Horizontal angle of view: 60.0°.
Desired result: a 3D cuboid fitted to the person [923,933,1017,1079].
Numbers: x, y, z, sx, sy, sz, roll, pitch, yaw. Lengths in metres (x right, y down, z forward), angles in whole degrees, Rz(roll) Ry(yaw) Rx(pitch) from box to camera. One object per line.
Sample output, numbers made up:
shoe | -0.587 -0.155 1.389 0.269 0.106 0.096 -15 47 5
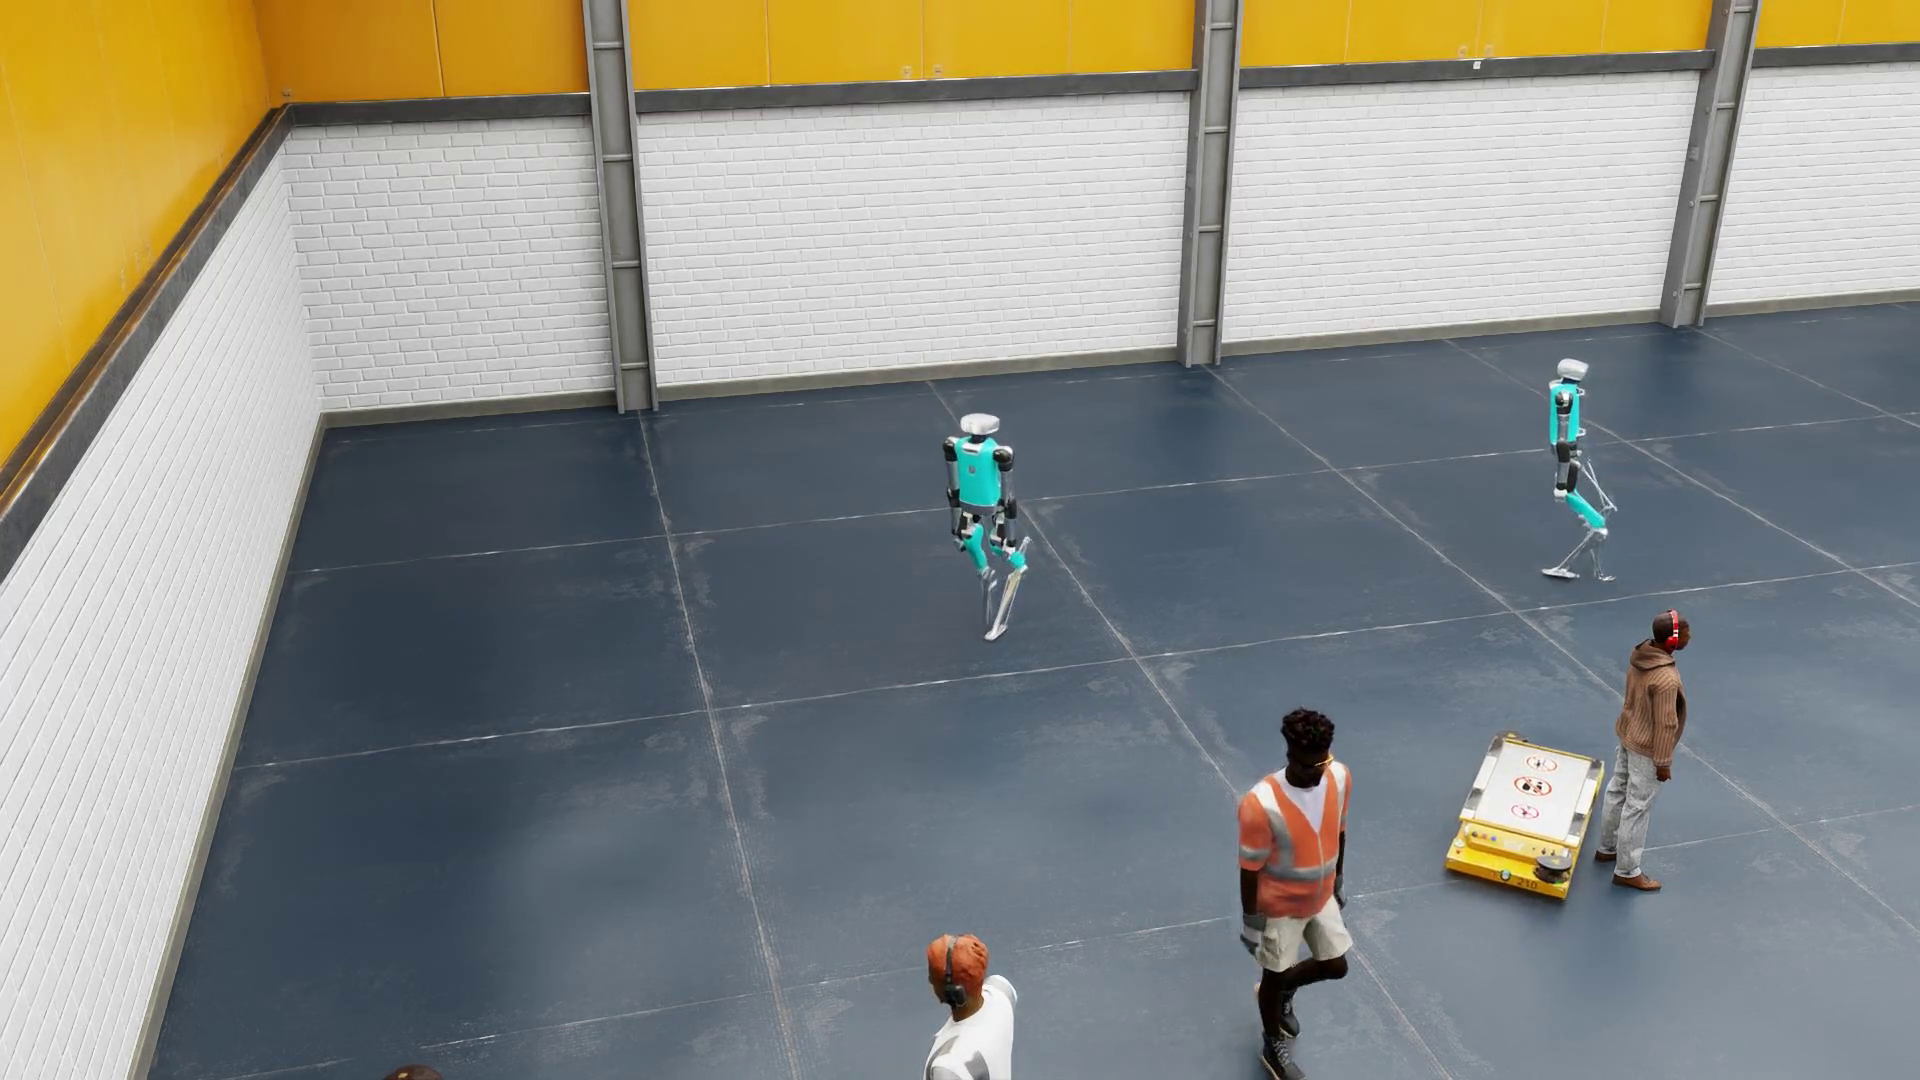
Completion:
person | 0.013 2.257 6.229 0.357 1.886 0.572 8 25 18

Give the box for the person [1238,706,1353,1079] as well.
person | 1.528 1.624 7.581 0.639 1.952 0.434 -13 27 -27

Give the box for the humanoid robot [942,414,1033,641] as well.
humanoid robot | 0.252 -0.049 11.792 0.543 1.896 0.736 13 27 28

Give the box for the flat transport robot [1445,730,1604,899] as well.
flat transport robot | 3.345 1.580 9.771 0.659 0.231 1.431 12 26 25

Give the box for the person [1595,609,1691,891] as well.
person | 3.729 1.128 9.079 0.333 1.651 0.464 -1 24 -2

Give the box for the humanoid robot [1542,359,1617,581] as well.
humanoid robot | 4.768 -0.426 12.647 0.754 1.902 0.539 8 25 18

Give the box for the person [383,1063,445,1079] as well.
person | -1.755 2.529 5.758 0.383 1.768 0.467 -10 26 -21
